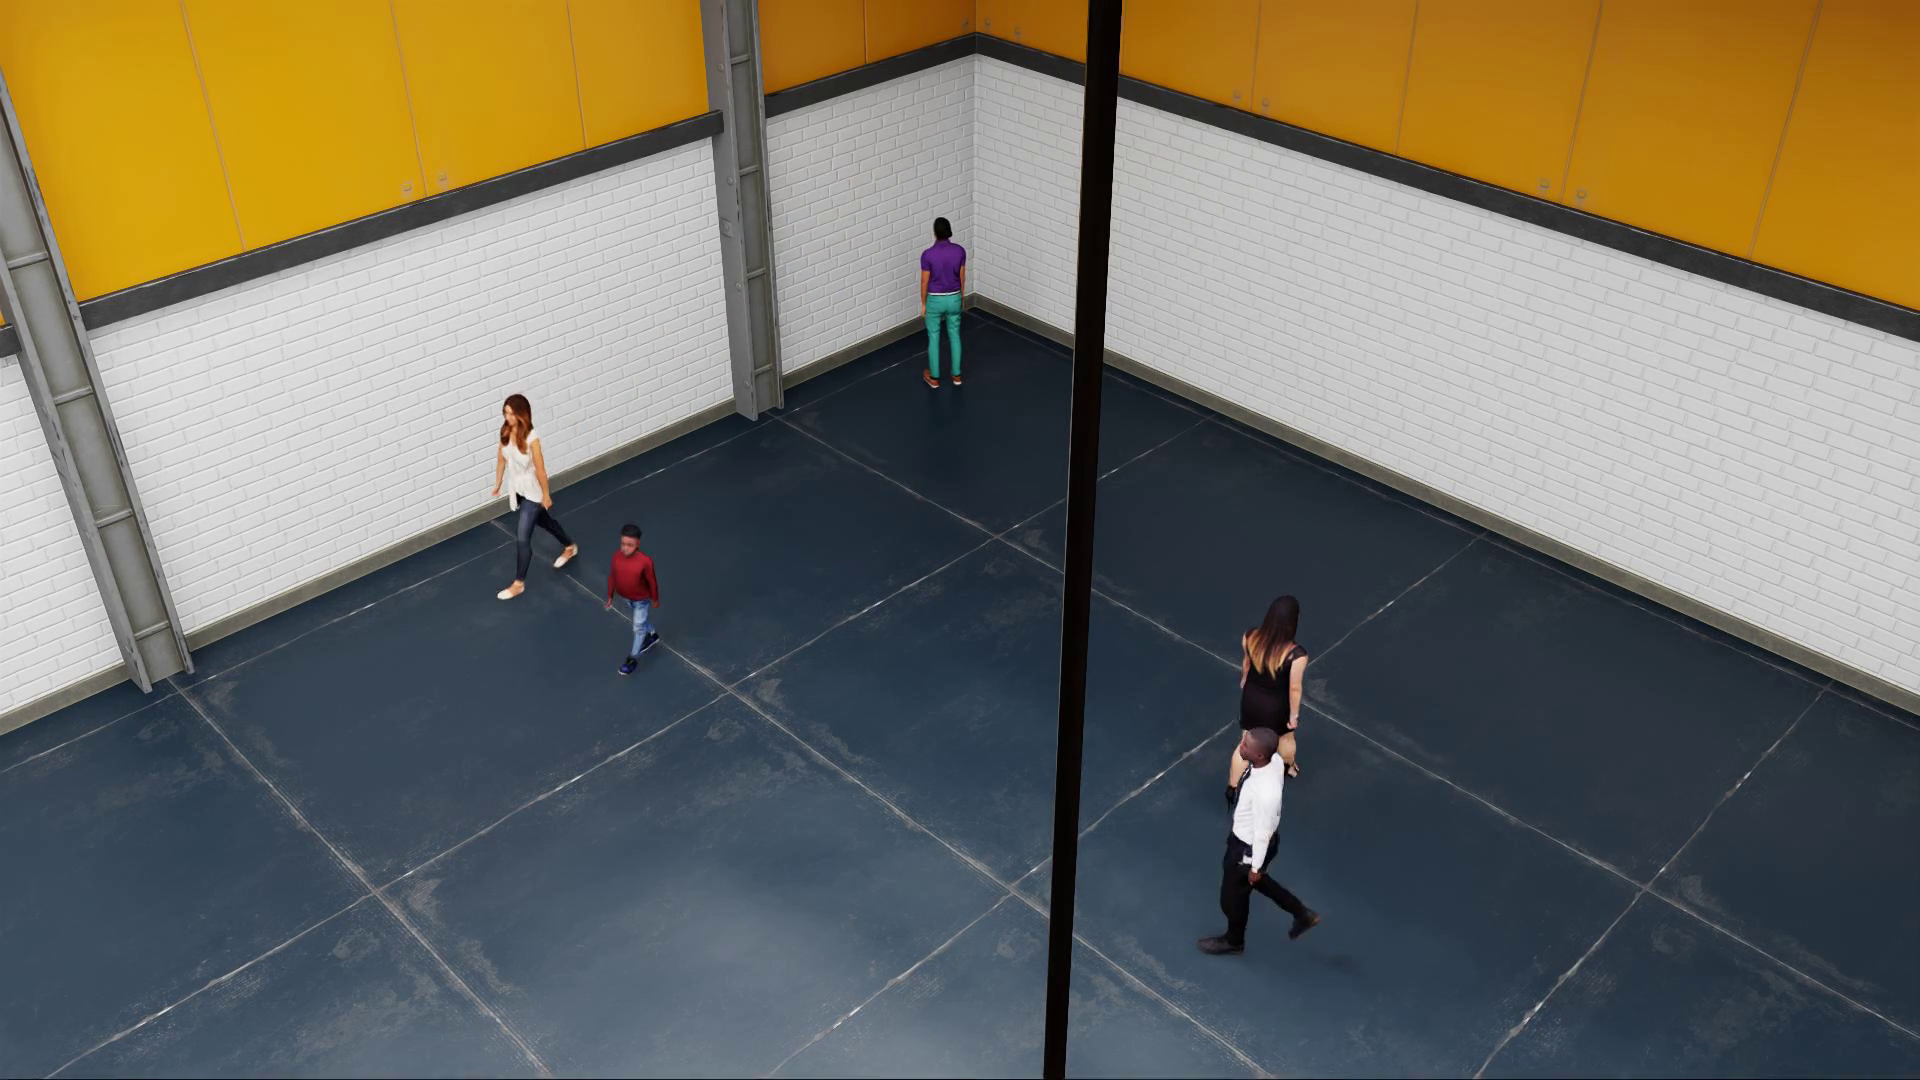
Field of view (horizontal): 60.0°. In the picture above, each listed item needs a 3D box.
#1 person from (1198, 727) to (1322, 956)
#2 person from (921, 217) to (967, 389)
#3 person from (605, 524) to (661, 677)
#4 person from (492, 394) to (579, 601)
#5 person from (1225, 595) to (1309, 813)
[{"bbox_3d":[1.876,1.881,10.086,1.024,1.817,1.026,6,34,9],"label":"person"},{"bbox_3d":[-0.157,-2.366,16.519,0.644,1.768,0.755,-9,35,-13],"label":"person"},{"bbox_3d":[-2.472,0.378,12.878,0.669,1.230,0.894,17,37,24],"label":"person"},{"bbox_3d":[-3.467,-0.424,13.624,0.591,1.740,1.088,27,42,34],"label":"person"},{"bbox_3d":[2.053,1.149,11.311,0.725,1.680,0.970,25,41,32],"label":"person"}]
